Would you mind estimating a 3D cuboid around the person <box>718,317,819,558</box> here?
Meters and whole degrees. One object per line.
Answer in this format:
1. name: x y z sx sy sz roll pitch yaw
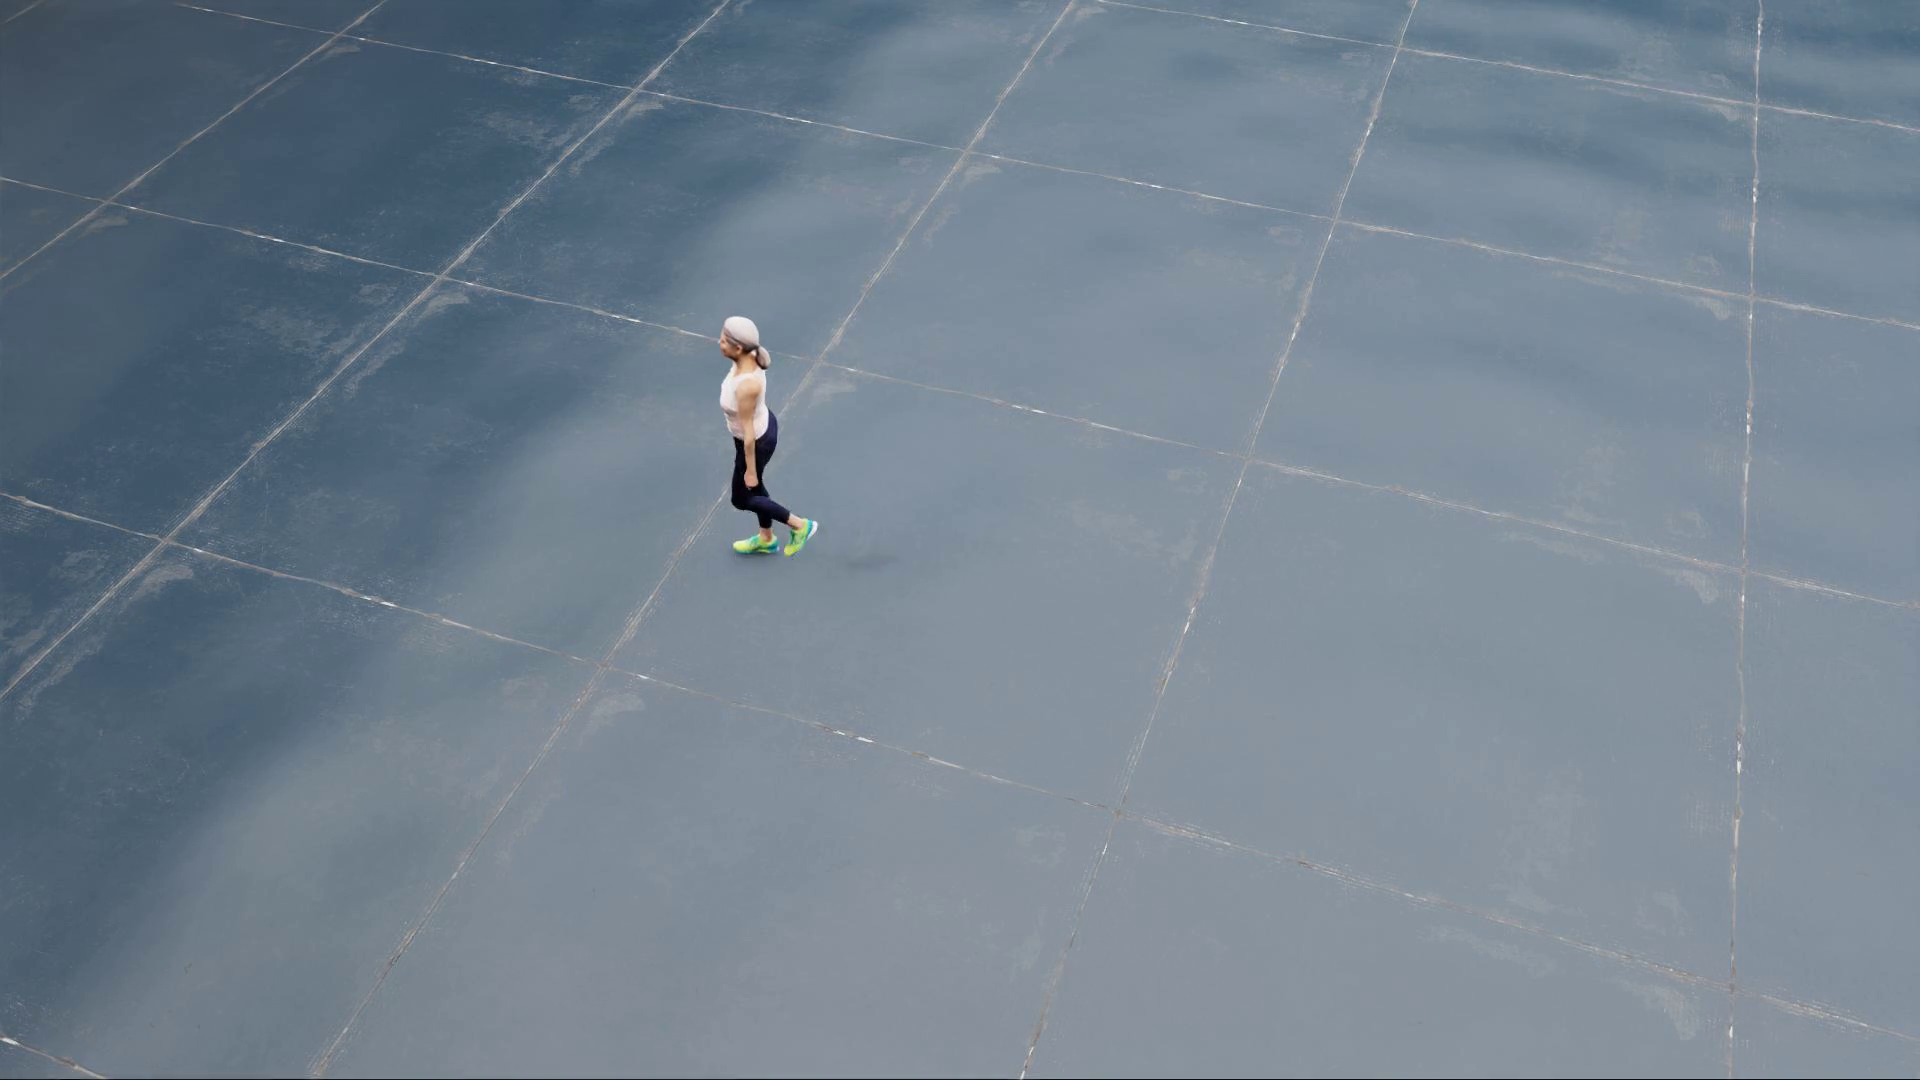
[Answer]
1. person: -1.077 -0.535 9.407 0.862 1.689 0.776 -4 43 -4
